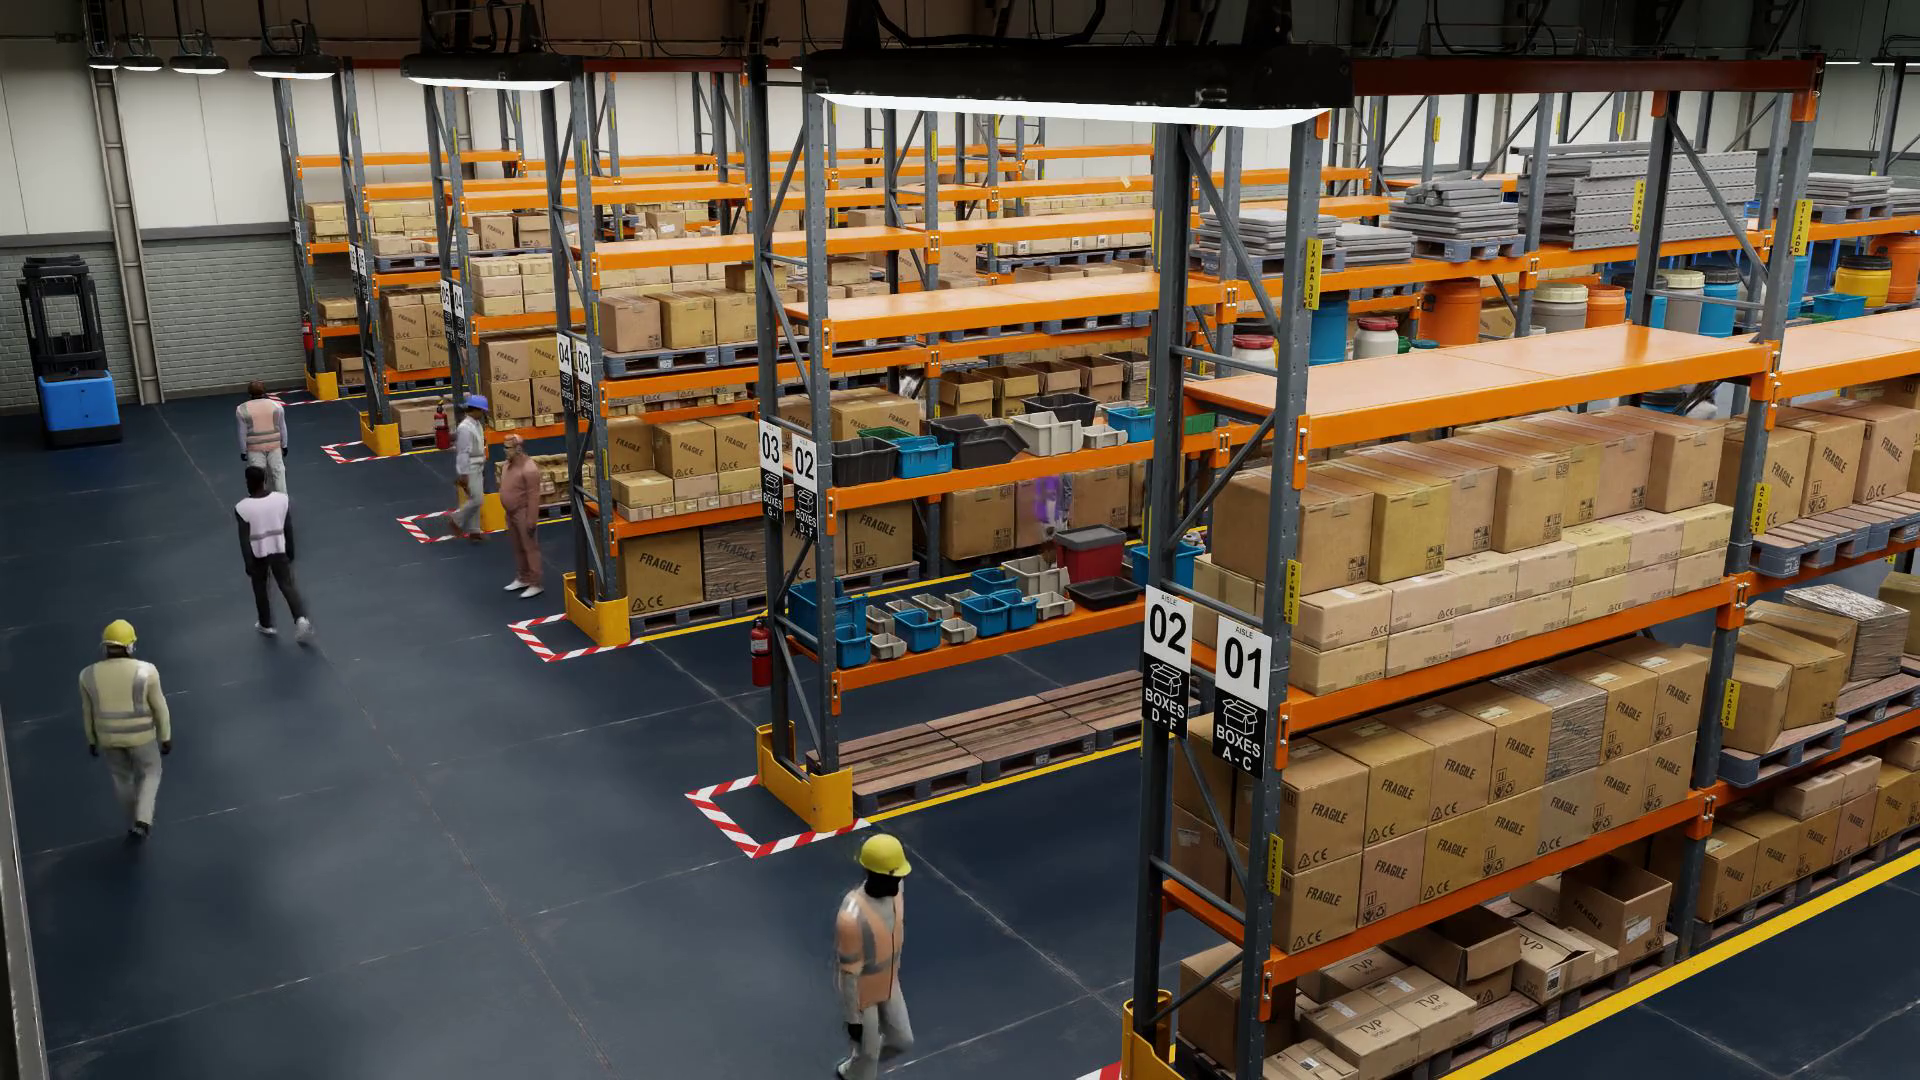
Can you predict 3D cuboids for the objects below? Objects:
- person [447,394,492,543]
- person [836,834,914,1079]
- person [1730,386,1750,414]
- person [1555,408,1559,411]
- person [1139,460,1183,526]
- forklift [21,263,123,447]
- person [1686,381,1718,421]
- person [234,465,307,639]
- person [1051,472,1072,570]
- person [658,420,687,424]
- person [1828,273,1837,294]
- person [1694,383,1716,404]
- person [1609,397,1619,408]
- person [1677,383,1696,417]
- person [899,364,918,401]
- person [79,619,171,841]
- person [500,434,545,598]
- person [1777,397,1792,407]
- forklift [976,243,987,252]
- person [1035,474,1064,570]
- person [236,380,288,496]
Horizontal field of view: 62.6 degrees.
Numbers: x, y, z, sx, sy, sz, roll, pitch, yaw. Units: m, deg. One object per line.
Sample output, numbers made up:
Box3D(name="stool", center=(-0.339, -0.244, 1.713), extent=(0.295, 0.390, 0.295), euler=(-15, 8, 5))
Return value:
Box3D(name="person", center=(-6.222, -0.893, 20.106), extent=(0.553, 1.899, 0.687), euler=(0, 17, -1))
Box3D(name="person", center=(-0.494, 2.520, 8.919), extent=(0.485, 1.913, 0.604), euler=(10, 20, 30))
Box3D(name="person", center=(10.969, -1.613, 22.356), extent=(0.745, 1.965, 0.663), euler=(5, 18, 15))
Box3D(name="person", center=(9.981, -2.789, 26.722), extent=(0.700, 1.670, 0.546), euler=(-5, 18, -17))
Box3D(name="person", center=(2.387, -0.370, 18.492), extent=(0.581, 1.851, 0.504), euler=(-9, 19, -27))
Box3D(name="forklift", center=(-14.518, -3.079, 25.708), extent=(1.129, 2.768, 1.873), euler=(-10, 20, -31))
Box3D(name="person", center=(10.065, -1.301, 21.578), extent=(0.888, 1.840, 0.525), euler=(-6, 18, -20))
Box3D(name="person", center=(-7.331, 0.132, 16.768), extent=(0.866, 1.894, 0.594), euler=(15, 23, 41))
Box3D(name="person", center=(1.146, -0.377, 18.878), extent=(0.289, 1.632, 0.507), euler=(-9, 19, -26))
Box3D(name="person", center=(-4.459, -2.324, 24.676), extent=(0.672, 1.975, 0.646), euler=(-11, 20, -32))
Box3D(name="person", center=(18.005, -4.600, 32.478), extent=(1.021, 1.793, 0.632), euler=(4, 17, 12))
Box3D(name="person", center=(11.573, -2.269, 24.676), extent=(0.543, 1.888, 0.682), euler=(-10, 20, -30))
Box3D(name="person", center=(10.398, -2.288, 24.719), extent=(0.628, 1.893, 0.946), euler=(14, 22, 38))
Box3D(name="person", center=(10.771, -2.004, 23.717), extent=(0.585, 1.929, 0.375), euler=(-11, 20, -31))
Box3D(name="person", center=(-0.786, -1.800, 23.211), extent=(0.971, 1.848, 0.570), euler=(-10, 20, -30))
Box3D(name="person", center=(-6.518, 1.522, 12.360), extent=(0.638, 1.808, 0.564), euler=(-2, 17, -7))
Box3D(name="person", center=(-5.069, -0.293, 18.149), extent=(0.403, 1.904, 0.651), euler=(-15, 23, -41))
Box3D(name="person", center=(12.403, -2.111, 24.106), extent=(0.642, 1.909, 0.410), euler=(1, 17, 3))
Box3D(name="forklift", center=(0.988, -5.474, 34.718), extent=(1.214, 2.155, 2.313), euler=(-10, 20, -31))
Box3D(name="person", center=(1.041, -0.296, 18.135), extent=(0.444, 1.916, 0.550), euler=(-3, 17, -9))
Box3D(name="person", center=(-9.445, -1.253, 21.401), extent=(0.635, 1.842, 0.429), euler=(-12, 21, -35))
